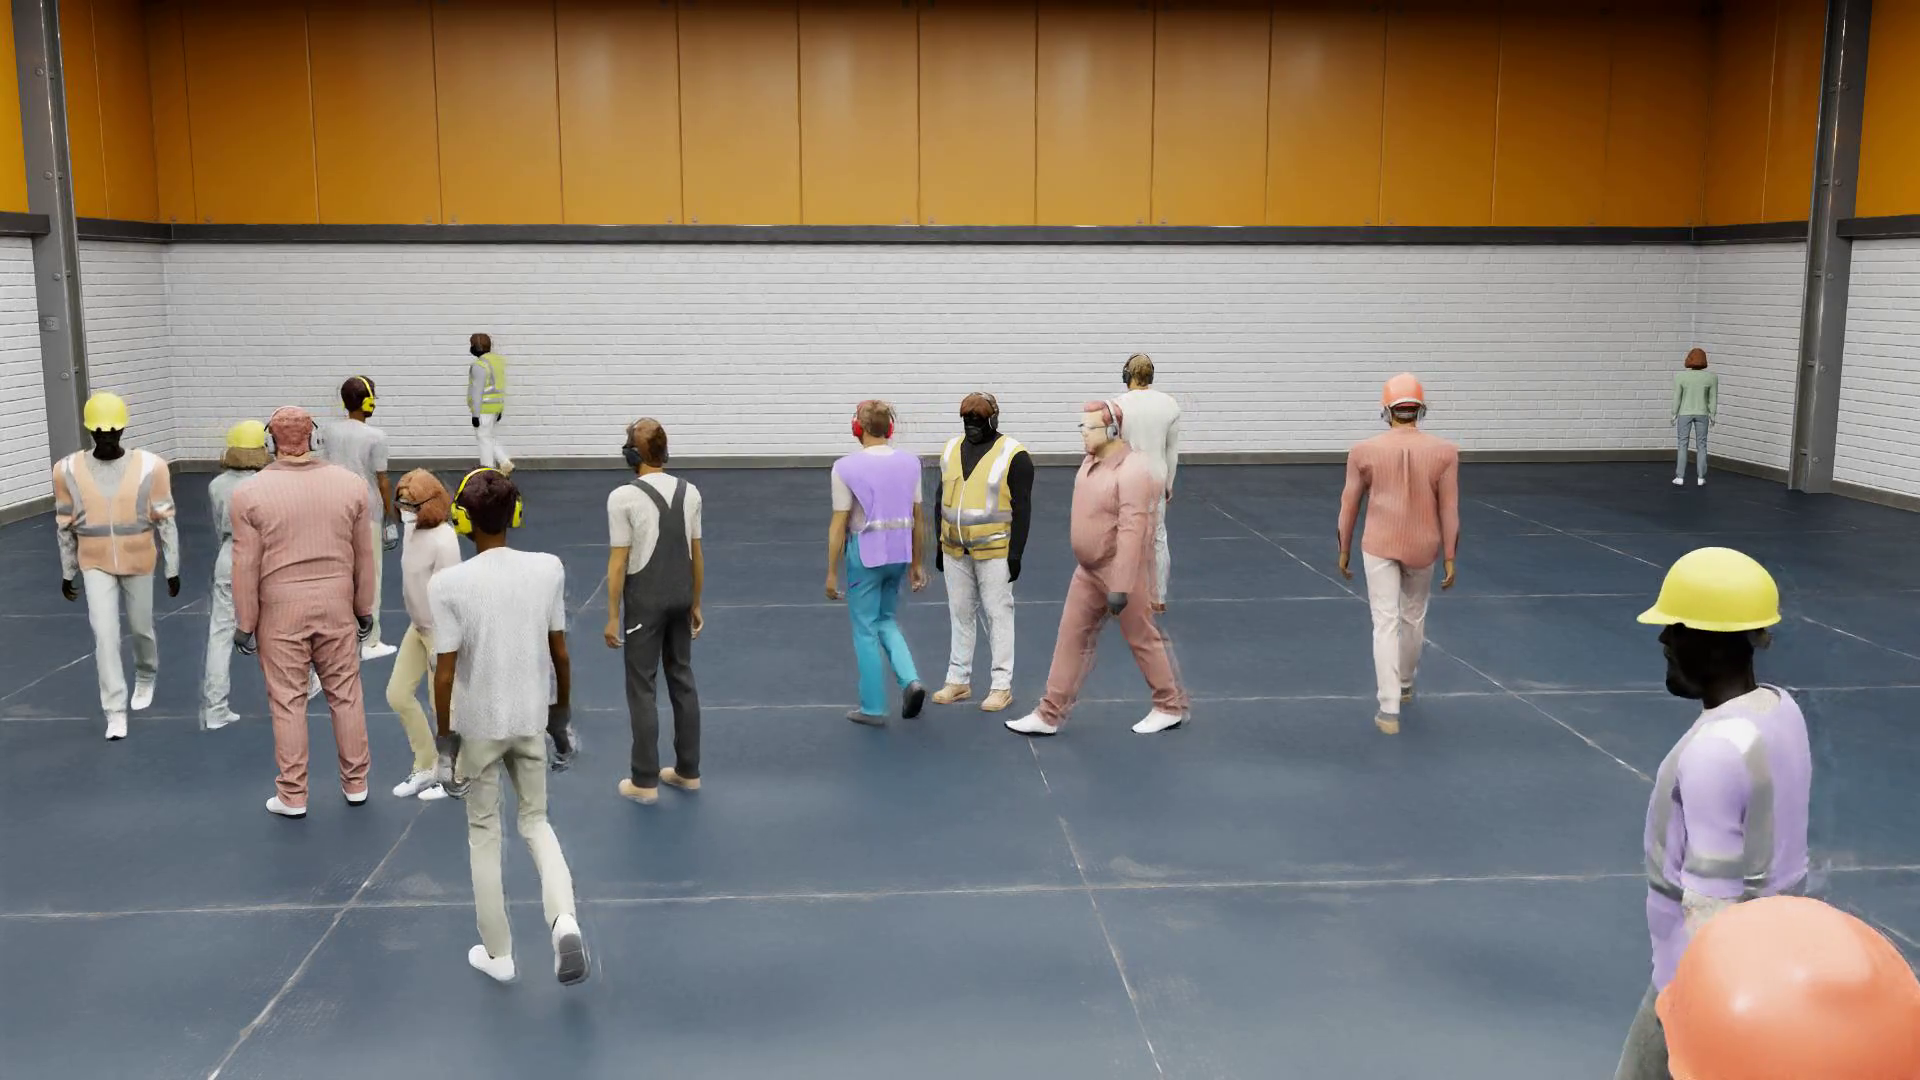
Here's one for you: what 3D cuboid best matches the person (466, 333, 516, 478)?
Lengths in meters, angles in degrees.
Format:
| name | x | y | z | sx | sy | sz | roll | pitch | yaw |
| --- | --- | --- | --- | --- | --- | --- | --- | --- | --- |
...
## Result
| name | x | y | z | sx | sy | sz | roll | pitch | yaw |
| --- | --- | --- | --- | --- | --- | --- | --- | --- | --- |
| person | -5.576 | -1.522 | 19.567 | 0.446 | 1.830 | 0.651 | 1 | 9 | 7 |

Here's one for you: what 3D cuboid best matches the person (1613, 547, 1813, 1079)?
| name | x | y | z | sx | sy | sz | roll | pitch | yaw |
| --- | --- | --- | --- | --- | --- | --- | --- | --- | --- |
| person | 1.796 | 0.962 | 3.770 | 0.868 | 1.903 | 0.602 | 8 | 12 | 40 |

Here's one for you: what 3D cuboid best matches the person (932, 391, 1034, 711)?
| name | x | y | z | sx | sy | sz | roll | pitch | yaw |
| --- | --- | --- | --- | --- | --- | --- | --- | --- | --- |
| person | 0.107 | 0.061 | 9.611 | 0.624 | 1.840 | 0.429 | 6 | 11 | 32 |

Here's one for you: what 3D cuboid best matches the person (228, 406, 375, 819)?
| name | x | y | z | sx | sy | sz | roll | pitch | yaw |
| --- | --- | --- | --- | --- | --- | --- | --- | --- | --- |
| person | -3.047 | 0.329 | 7.721 | 0.652 | 1.904 | 0.402 | -7 | 12 | -39 |

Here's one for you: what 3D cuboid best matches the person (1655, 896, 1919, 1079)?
| name | x | y | z | sx | sy | sz | roll | pitch | yaw |
| --- | --- | --- | --- | --- | --- | --- | --- | --- | --- |
| person | 0.790 | 1.269 | 1.789 | 0.565 | 1.908 | 0.468 | 1 | 9 | 6 |

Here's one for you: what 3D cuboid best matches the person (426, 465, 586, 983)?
| name | x | y | z | sx | sy | sz | roll | pitch | yaw |
| --- | --- | --- | --- | --- | --- | --- | --- | --- | --- |
| person | -1.559 | 0.665 | 5.756 | 0.530 | 1.859 | 0.609 | -7 | 11 | -36 |

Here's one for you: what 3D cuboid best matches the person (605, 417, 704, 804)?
| name | x | y | z | sx | sy | sz | roll | pitch | yaw |
| --- | --- | --- | --- | --- | --- | --- | --- | --- | --- |
| person | -1.458 | 0.335 | 7.962 | 0.379 | 1.831 | 0.517 | 8 | 12 | 43 |

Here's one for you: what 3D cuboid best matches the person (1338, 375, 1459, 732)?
| name | x | y | z | sx | sy | sz | roll | pitch | yaw |
| --- | --- | --- | --- | --- | --- | --- | --- | --- | --- |
| person | 2.458 | 0.043 | 9.402 | 0.641 | 1.934 | 1.024 | 1 | 9 | 6 |

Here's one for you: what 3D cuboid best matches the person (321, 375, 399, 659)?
| name | x | y | z | sx | sy | sz | roll | pitch | yaw |
| --- | --- | --- | --- | --- | --- | --- | --- | --- | --- |
| person | -3.897 | -0.129 | 10.748 | 0.506 | 1.859 | 0.463 | 4 | 10 | 23 |

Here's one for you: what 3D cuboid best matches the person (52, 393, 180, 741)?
| name | x | y | z | sx | sy | sz | roll | pitch | yaw |
| --- | --- | --- | --- | --- | --- | --- | --- | --- | --- |
| person | -4.677 | 0.100 | 9.268 | 0.603 | 1.879 | 0.939 | -4 | 10 | -23 |

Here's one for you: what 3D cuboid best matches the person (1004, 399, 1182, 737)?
| name | x | y | z | sx | sy | sz | roll | pitch | yaw |
| --- | --- | --- | --- | --- | --- | --- | --- | --- | --- |
| person | 0.782 | 0.164 | 8.946 | 1.016 | 1.843 | 0.658 | -4 | 10 | -25 |

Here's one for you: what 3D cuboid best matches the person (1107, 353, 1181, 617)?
| name | x | y | z | sx | sy | sz | roll | pitch | yaw |
| --- | --- | --- | --- | --- | --- | --- | --- | --- | --- |
| person | 1.299 | -0.388 | 12.115 | 0.627 | 1.941 | 0.374 | -4 | 10 | -23 |

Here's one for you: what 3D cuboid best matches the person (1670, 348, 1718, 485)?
| name | x | y | z | sx | sy | sz | roll | pitch | yaw |
| --- | --- | --- | --- | --- | --- | --- | --- | --- | --- |
| person | 8.750 | -1.467 | 19.844 | 0.508 | 1.632 | 0.272 | 2 | 9 | 14 |

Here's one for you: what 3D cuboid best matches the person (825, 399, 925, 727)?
| name | x | y | z | sx | sy | sz | roll | pitch | yaw |
| --- | --- | --- | --- | --- | --- | --- | --- | --- | --- |
| person | -0.456 | 0.141 | 9.146 | 0.577 | 1.820 | 0.457 | -8 | 12 | -41 |

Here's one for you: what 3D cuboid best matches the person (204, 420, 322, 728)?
| name | x | y | z | sx | sy | sz | roll | pitch | yaw |
| --- | --- | --- | --- | --- | --- | --- | --- | --- | --- |
| person | -3.997 | 0.168 | 9.428 | 0.494 | 1.684 | 0.939 | 2 | 9 | 12 |

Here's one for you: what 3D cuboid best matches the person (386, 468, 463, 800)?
| name | x | y | z | sx | sy | sz | roll | pitch | yaw |
| --- | --- | --- | --- | --- | --- | --- | --- | --- | --- |
| person | -2.523 | 0.456 | 7.821 | 0.462 | 1.607 | 0.553 | -8 | 12 | -40 |
